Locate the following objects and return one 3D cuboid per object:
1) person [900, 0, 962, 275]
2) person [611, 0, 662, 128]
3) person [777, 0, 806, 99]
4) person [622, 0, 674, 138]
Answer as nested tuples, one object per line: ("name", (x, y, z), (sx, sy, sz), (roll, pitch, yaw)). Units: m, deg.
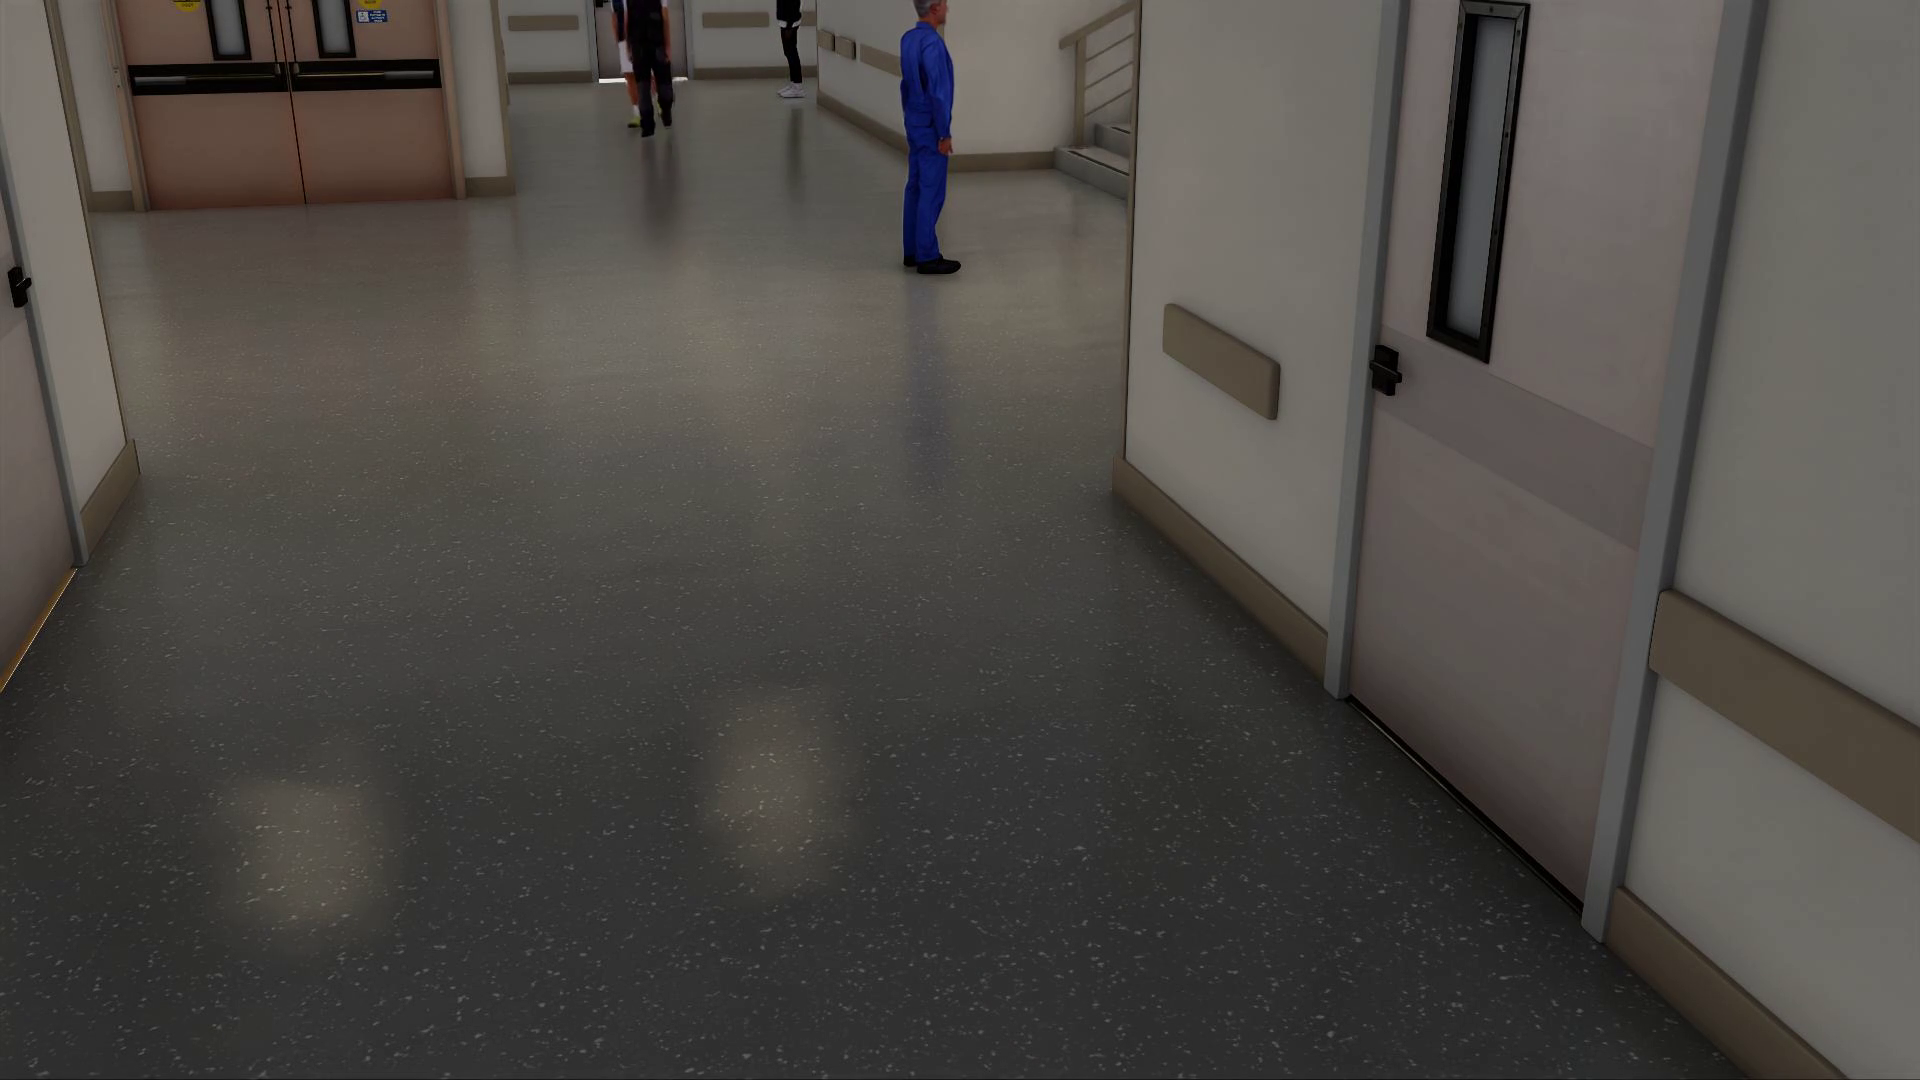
("person", (-0.217, -2.696, 10.915), (0.566, 1.827, 0.749), (-8, 22, -19))
("person", (-3.527, -5.472, 18.267), (1.001, 1.810, 0.989), (3, 21, 8))
("person", (-2.174, -6.558, 21.225), (0.587, 1.747, 0.681), (-4, 21, -10))
("person", (-3.261, -5.206, 17.533), (0.999, 1.833, 0.849), (-1, 21, -2))
